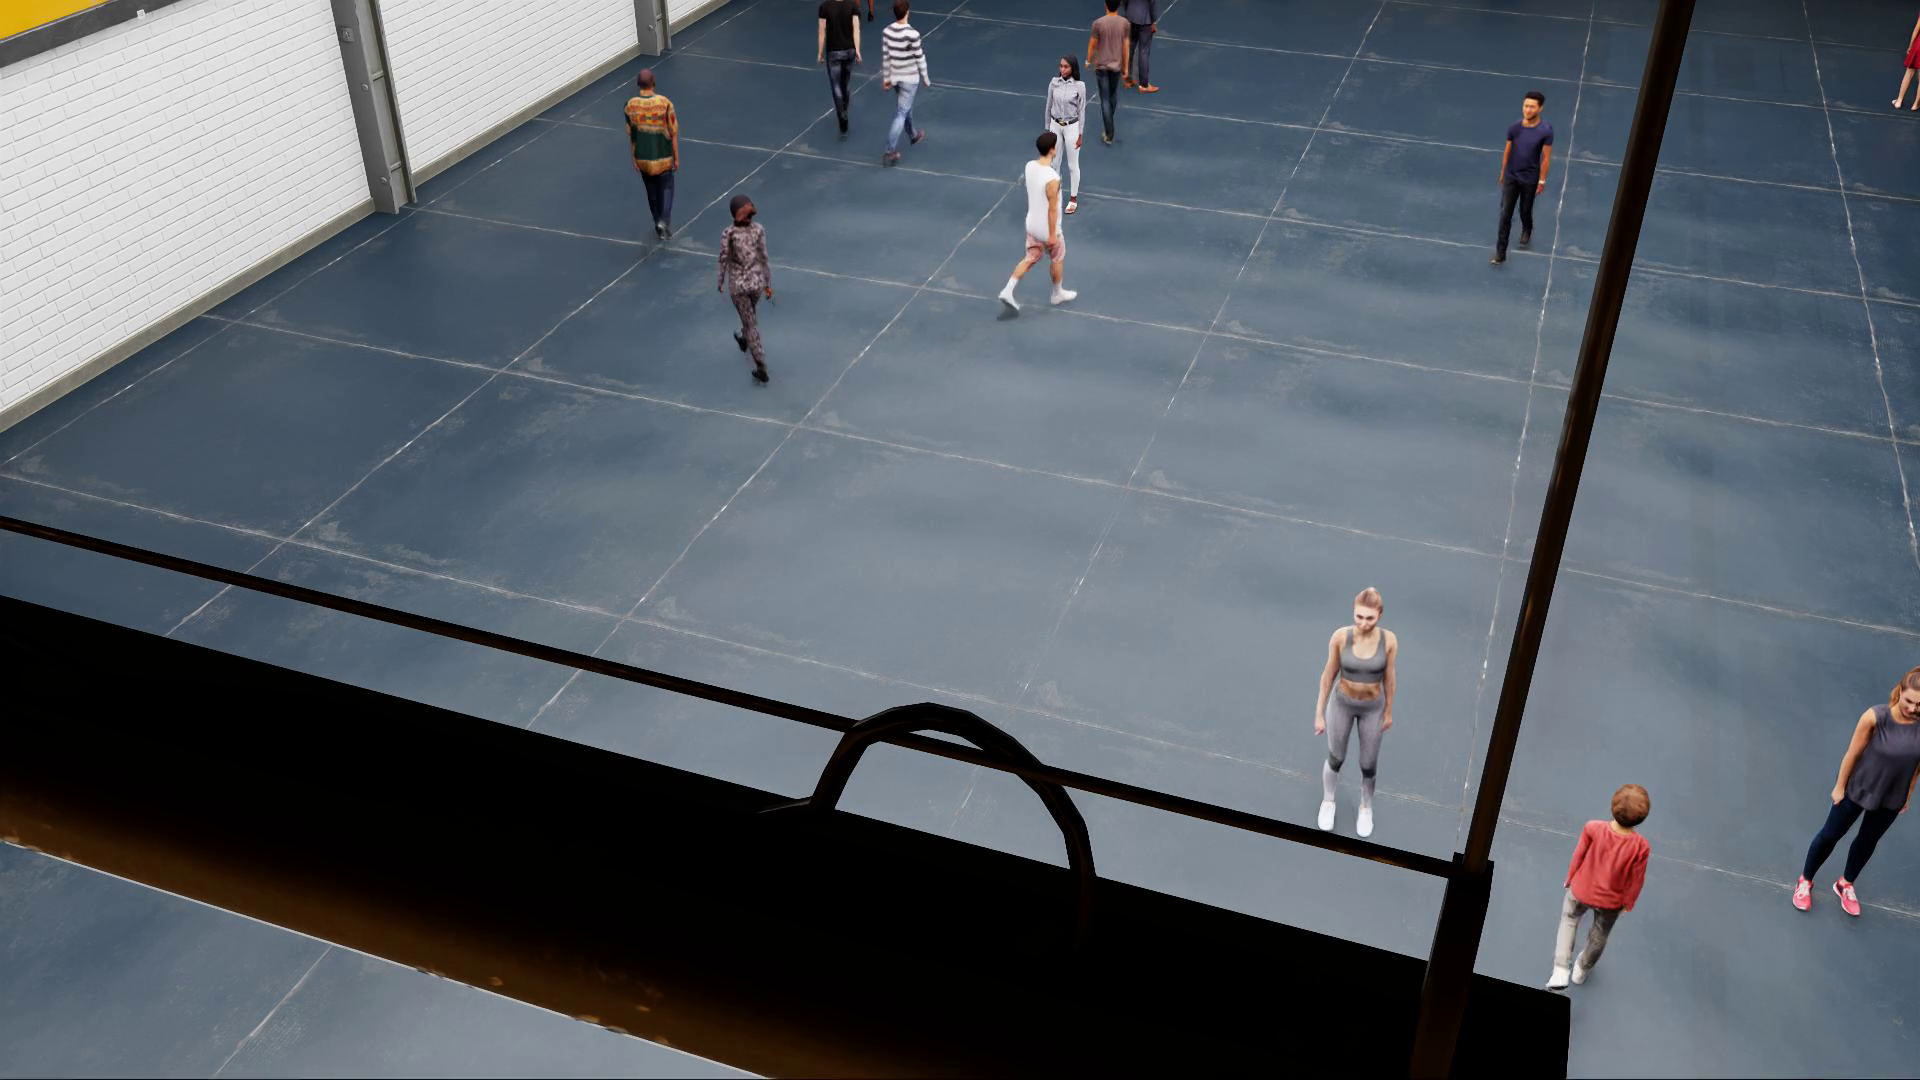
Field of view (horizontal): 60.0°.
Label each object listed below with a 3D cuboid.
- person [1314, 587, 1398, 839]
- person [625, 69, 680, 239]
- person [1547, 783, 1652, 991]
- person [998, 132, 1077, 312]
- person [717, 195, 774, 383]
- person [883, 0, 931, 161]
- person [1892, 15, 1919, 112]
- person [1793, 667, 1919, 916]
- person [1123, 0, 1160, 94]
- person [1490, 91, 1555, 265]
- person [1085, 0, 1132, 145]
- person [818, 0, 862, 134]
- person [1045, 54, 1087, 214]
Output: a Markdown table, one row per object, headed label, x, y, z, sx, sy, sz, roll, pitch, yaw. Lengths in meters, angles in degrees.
| label | x | y | z | sx | sy | sz | roll | pitch | yaw |
| --- | --- | --- | --- | --- | --- | --- | --- | --- | --- |
| person | 2.363 | 0.983 | 9.972 | 0.655 | 1.698 | 0.630 | 5 | 34 | 7 |
| person | -3.200 | -3.965 | 17.330 | 0.867 | 1.794 | 0.963 | -1 | 34 | -2 |
| person | 3.391 | 1.899 | 8.858 | 0.569 | 1.406 | 0.739 | 16 | 37 | 23 |
| person | 0.724 | -2.996 | 15.904 | 1.200 | 1.758 | 1.066 | -20 | 38 | -27 |
| person | -1.867 | -2.200 | 14.787 | 1.095 | 1.669 | 1.084 | -19 | 38 | -26 |
| person | -0.701 | -5.305 | 19.339 | 0.910 | 1.802 | 1.287 | 22 | 40 | 30 |
| person | 12.139 | -6.197 | 20.905 | 0.558 | 1.554 | 0.618 | 15 | 36 | 21 |
| person | 5.115 | 1.404 | 9.314 | 0.603 | 1.726 | 0.578 | 5 | 34 | 8 |
| person | 2.324 | -6.712 | 21.436 | 0.793 | 1.824 | 0.791 | -25 | 41 | -32 |
| person | 5.776 | -3.717 | 16.979 | 0.818 | 1.769 | 1.112 | 21 | 39 | 28 |
| person | 1.796 | -5.600 | 19.840 | 0.984 | 1.739 | 1.150 | -7 | 34 | -10 |
| person | -1.443 | -5.885 | 20.148 | 1.078 | 1.872 | 1.261 | -7 | 34 | -11 |
| person | 1.147 | -4.432 | 18.096 | 0.627 | 1.724 | 0.545 | 16 | 37 | 23 |
